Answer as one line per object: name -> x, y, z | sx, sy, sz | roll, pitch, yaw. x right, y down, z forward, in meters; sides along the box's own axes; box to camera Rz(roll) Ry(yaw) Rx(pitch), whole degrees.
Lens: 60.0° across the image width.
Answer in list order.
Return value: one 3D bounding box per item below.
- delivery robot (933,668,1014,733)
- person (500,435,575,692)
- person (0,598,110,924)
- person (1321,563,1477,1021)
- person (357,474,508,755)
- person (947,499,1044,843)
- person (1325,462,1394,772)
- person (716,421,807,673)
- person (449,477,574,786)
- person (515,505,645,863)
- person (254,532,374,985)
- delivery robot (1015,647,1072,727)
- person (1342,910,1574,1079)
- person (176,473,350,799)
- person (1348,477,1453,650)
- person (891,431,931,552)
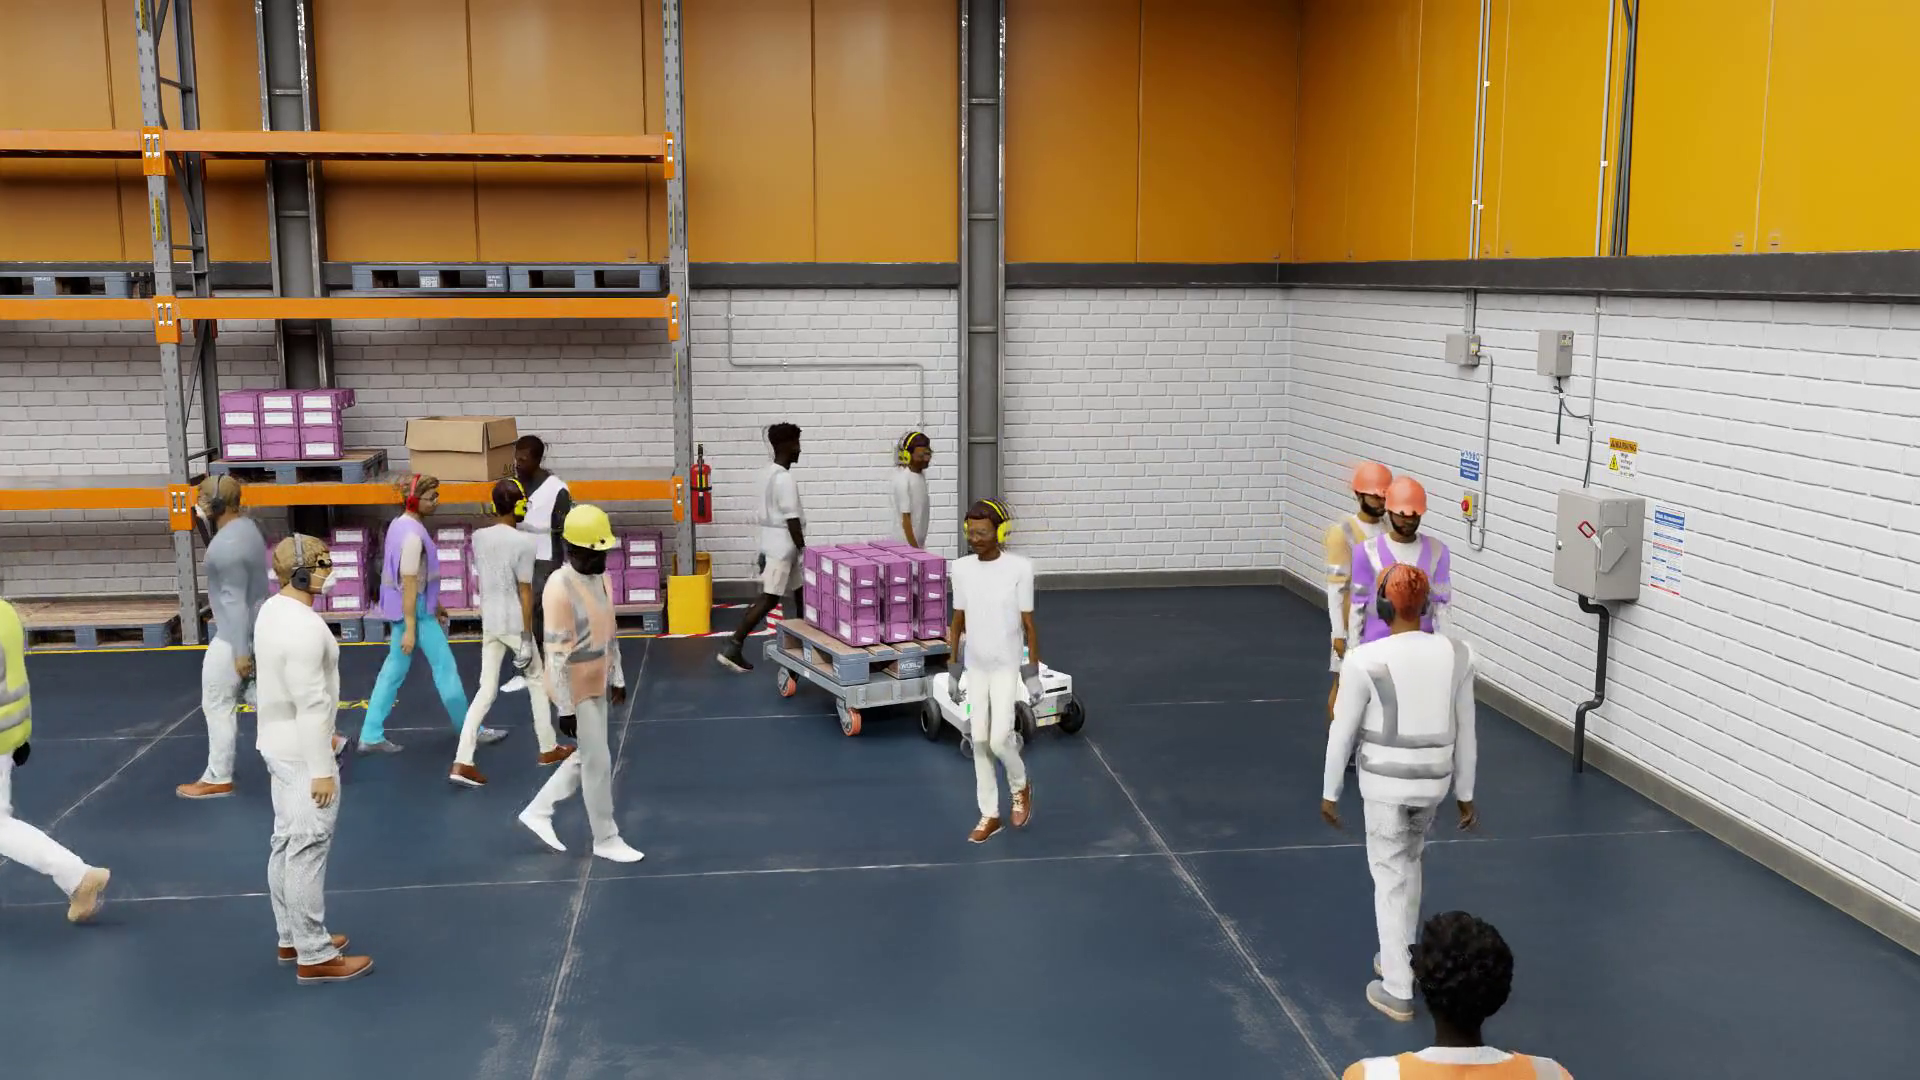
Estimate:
delivery robot -> 0.084, 1.015, 10.615 | 0.477, 0.478, 0.707 | -3, 10, -19
person -> -3.052, 0.132, 12.337 | 0.594, 1.874, 0.940 | 7, 11, 37
person -> -4.400, 0.919, 7.594 | 0.828, 1.818, 0.628 | -2, 9, -14
person -> 1.783, 1.007, 6.904 | 0.608, 1.857, 0.692 | -2, 9, -13
person -> -3.399, 0.474, 10.462 | 0.929, 1.798, 0.574 | -5, 10, -29
person -> 0.177, 0.699, 8.840 | 0.557, 1.850, 0.427 | 5, 10, 29
person -> 2.471, 0.496, 9.907 | 0.580, 1.907, 0.792 | -4, 10, -25
person -> -1.399, 0.052, 12.685 | 1.000, 1.928, 0.607 | -2, 9, -14
person -> -2.736, 0.538, 9.959 | 0.497, 1.829, 0.949 | 4, 10, 23
person -> -1.977, 0.735, 8.521 | 0.625, 1.892, 0.667 | 3, 9, 16
person -> -2.820, 0.926, 7.157 | 0.376, 1.940, 0.629 | -6, 11, -34
delivery robot -> 0.413, 0.952, 11.010 | 0.477, 0.478, 0.707 | -7, 11, -36
person -> 1.063, 1.618, 3.725 | 0.553, 1.646, 0.884 | 0, 9, -2
person -> -4.079, 0.548, 9.619 | 0.885, 1.911, 0.640 | -2, 9, -11
person -> 2.459, 0.609, 9.224 | 0.544, 1.919, 0.576 | -1, 9, -4
person -> -0.250, 0.080, 12.773 | 0.848, 1.827, 0.538 | 3, 10, 18
